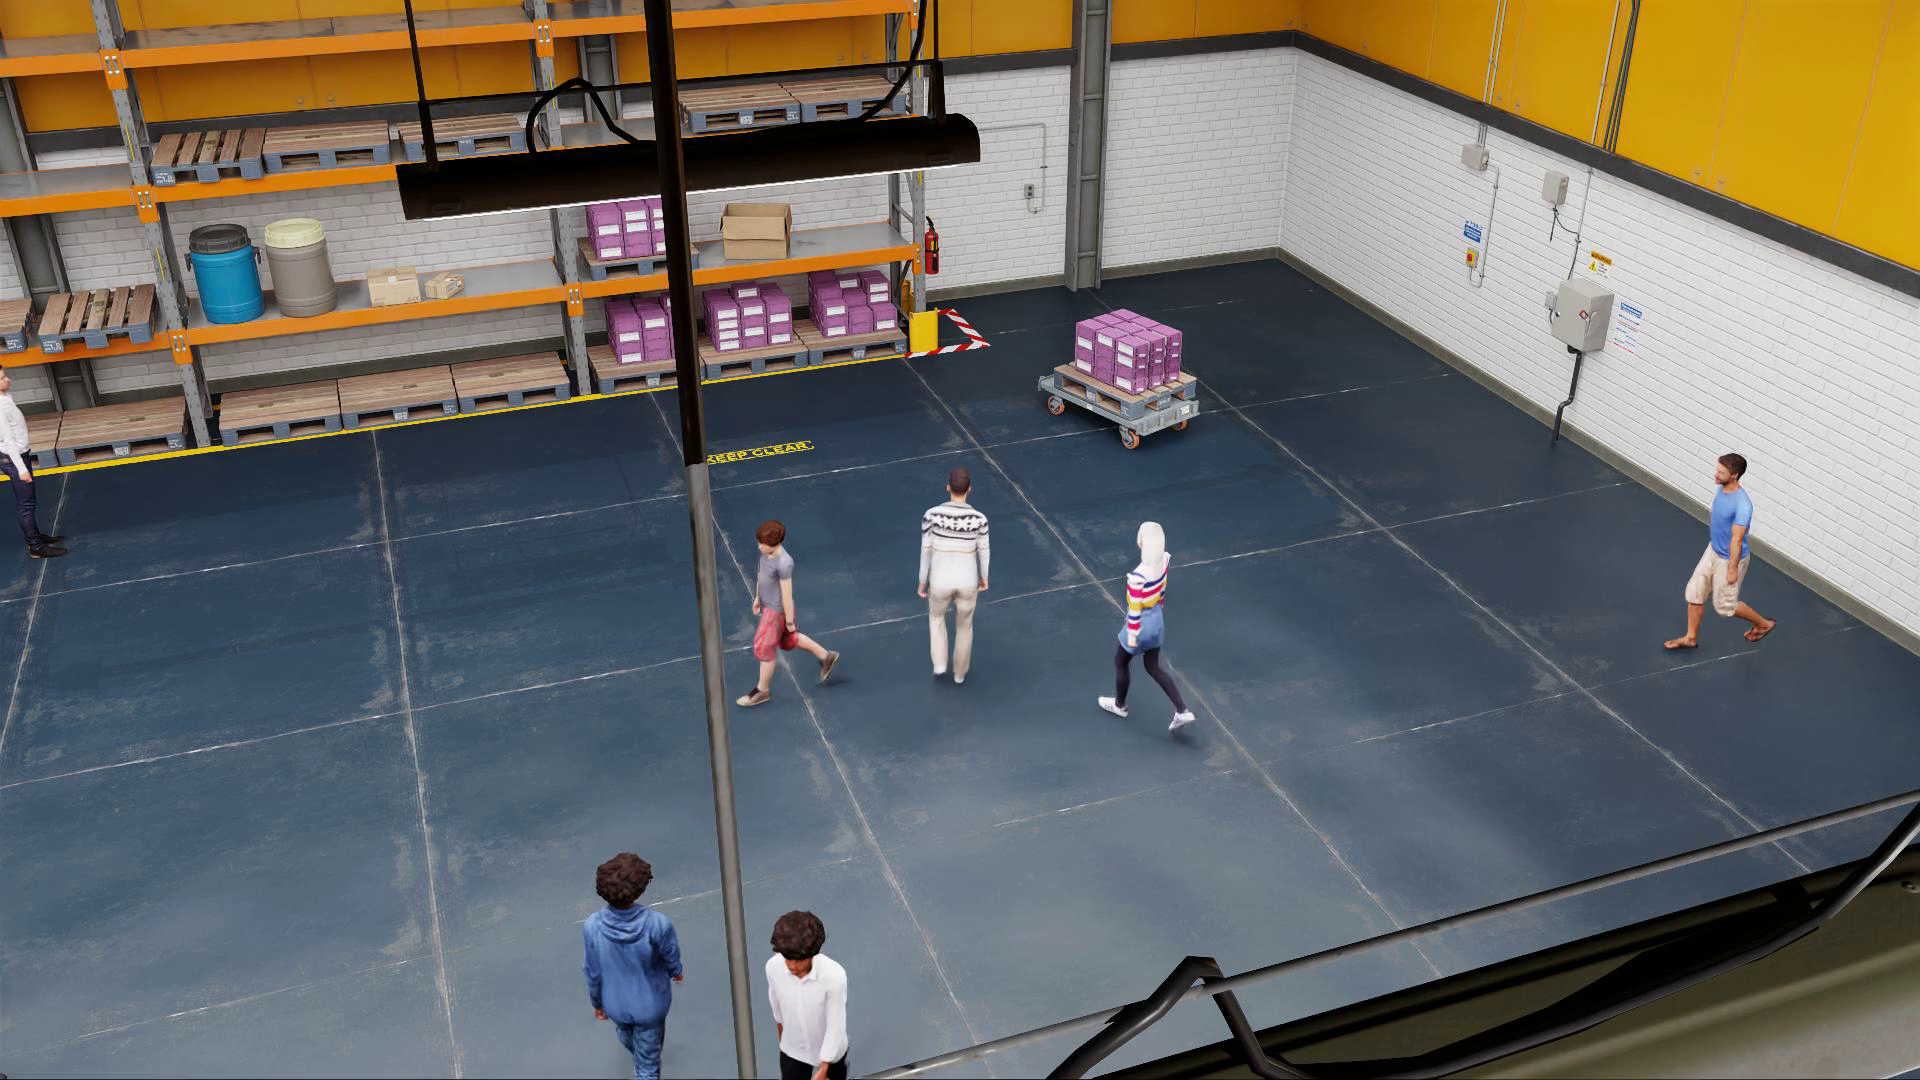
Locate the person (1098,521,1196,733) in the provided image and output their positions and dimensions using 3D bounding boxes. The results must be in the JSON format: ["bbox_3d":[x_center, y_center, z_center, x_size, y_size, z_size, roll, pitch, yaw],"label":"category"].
[{"bbox_3d":[1.472,0.679,12.652,1.051,1.783,1.134,23,36,35],"label":"person"}]

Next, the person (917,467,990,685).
[{"bbox_3d":[-0.054,0.362,13.183,0.765,1.831,0.893,0,29,1],"label":"person"}]

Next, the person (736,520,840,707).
[{"bbox_3d":[-1.352,0.541,13.076,1.107,1.618,0.606,-10,30,-18],"label":"person"}]

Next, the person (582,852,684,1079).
[{"bbox_3d":[-1.806,2.583,9.174,1.110,1.770,1.036,3,29,5],"label":"person"}]

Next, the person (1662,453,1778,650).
[{"bbox_3d":[6.357,0.133,13.618,1.164,1.815,0.865,-1,29,-1],"label":"person"}]

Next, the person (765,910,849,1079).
[{"bbox_3d":[-0.773,2.652,9.064,1.204,1.755,1.084,6,29,11],"label":"person"}]

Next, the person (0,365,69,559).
[{"bbox_3d":[-8.612,-0.733,15.151,0.622,1.869,0.645,-14,32,-24],"label":"person"}]
